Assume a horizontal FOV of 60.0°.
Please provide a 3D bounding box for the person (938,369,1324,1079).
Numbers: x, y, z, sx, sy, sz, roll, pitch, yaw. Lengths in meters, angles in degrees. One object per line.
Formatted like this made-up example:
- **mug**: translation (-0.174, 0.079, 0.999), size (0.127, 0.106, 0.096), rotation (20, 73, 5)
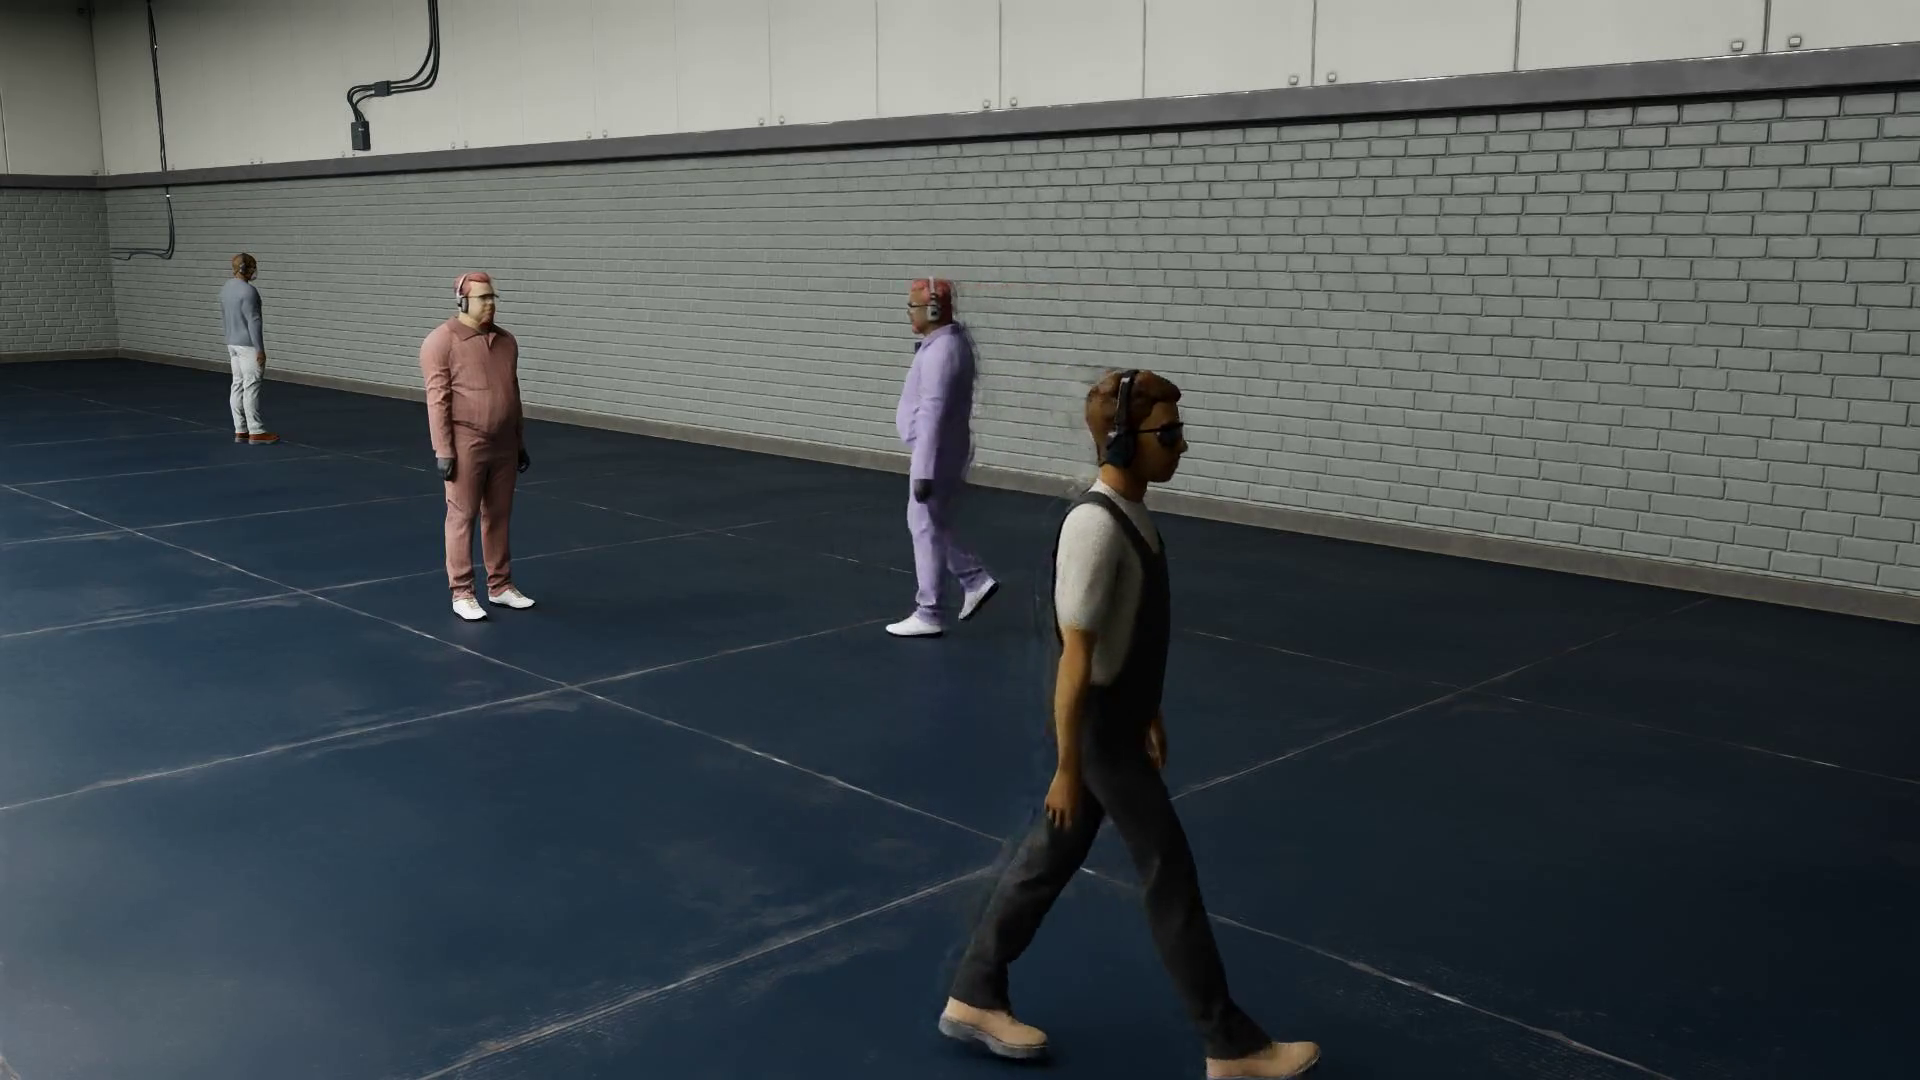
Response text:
- **person**: translation (0.392, 0.474, 4.117), size (0.996, 1.795, 0.522), rotation (2, 11, 11)

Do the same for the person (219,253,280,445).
- **person**: translation (-7.282, -1.954, 16.980), size (0.627, 1.934, 0.370), rotation (9, 14, 40)

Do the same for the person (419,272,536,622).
- **person**: translation (-2.657, -0.528, 9.265), size (0.410, 1.912, 0.643), rotation (6, 12, 30)

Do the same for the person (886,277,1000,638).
- **person**: translation (-0.116, -0.424, 8.716), size (0.497, 1.892, 0.672), rotation (1, 10, 7)
